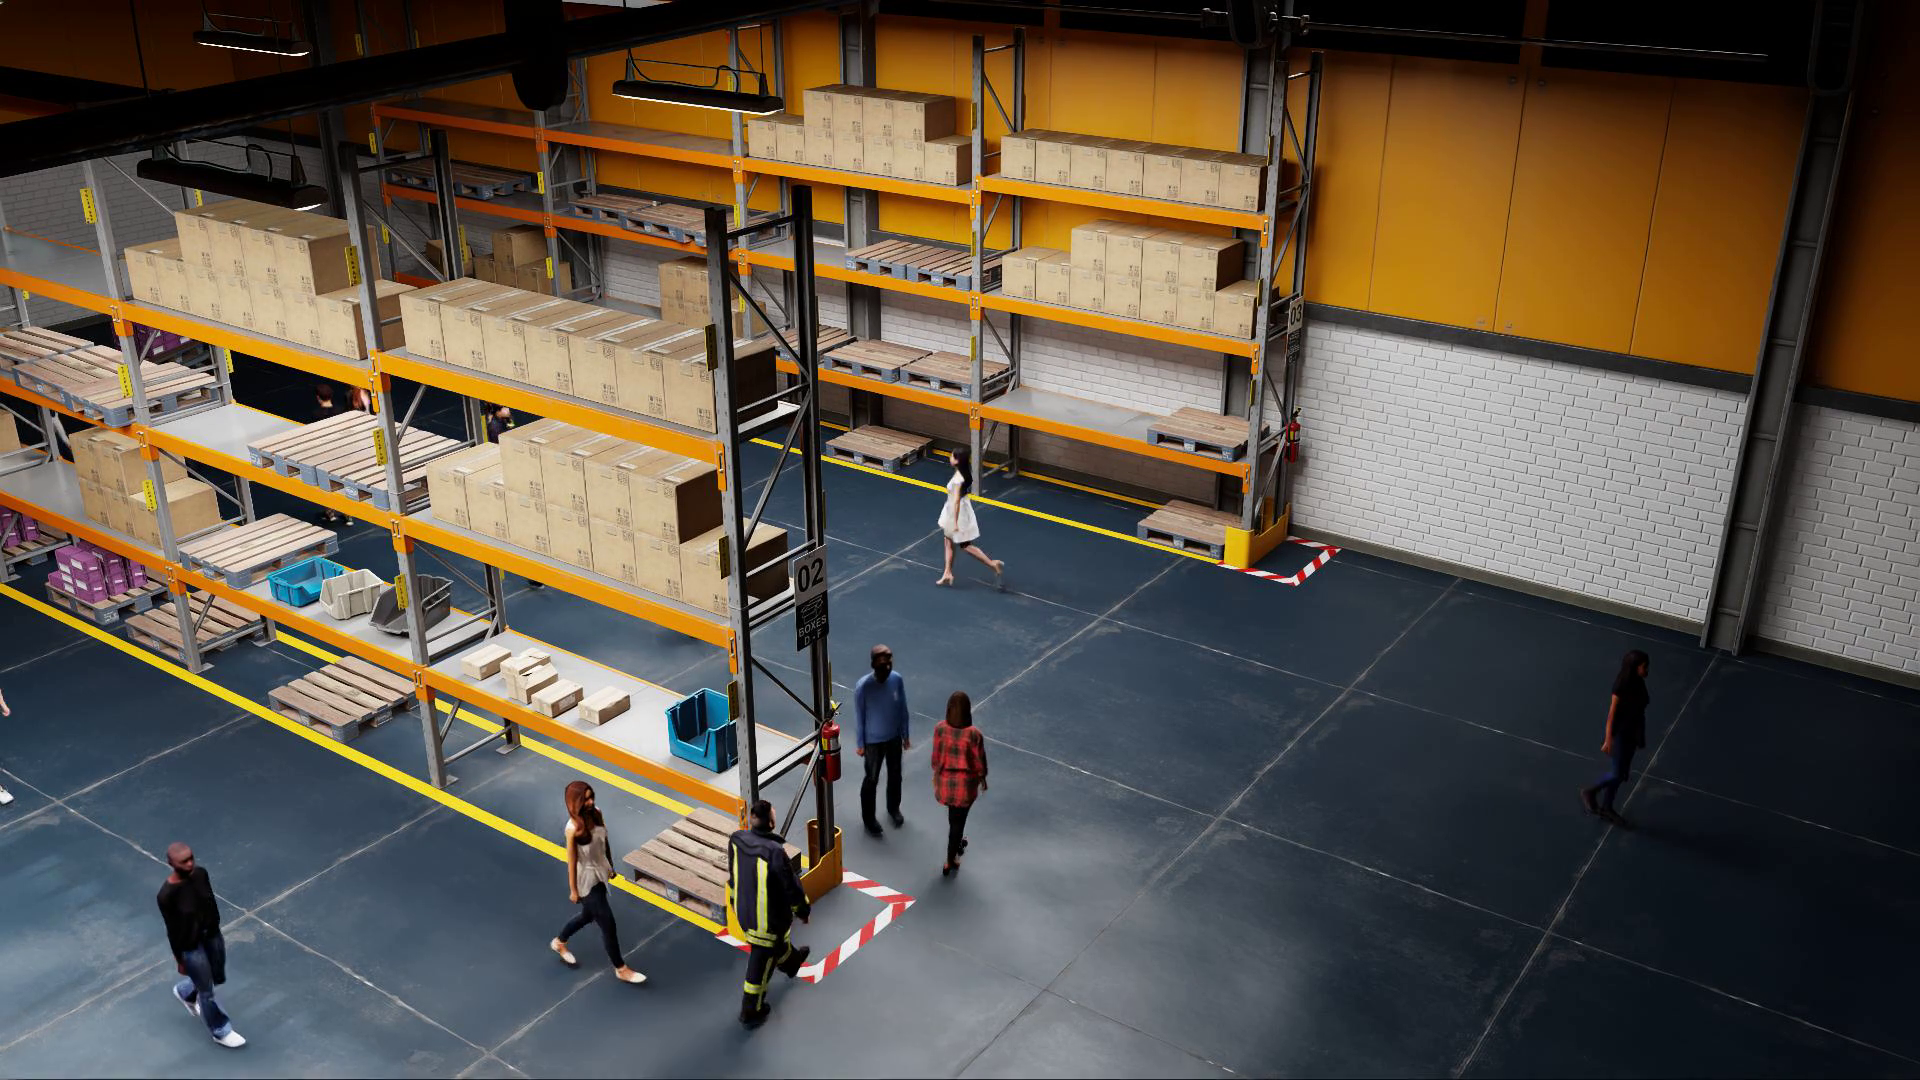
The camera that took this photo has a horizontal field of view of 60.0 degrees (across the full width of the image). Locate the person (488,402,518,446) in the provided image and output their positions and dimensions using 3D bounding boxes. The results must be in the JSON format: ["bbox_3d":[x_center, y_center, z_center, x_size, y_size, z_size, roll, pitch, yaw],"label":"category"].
[{"bbox_3d":[-5.931,-1.014,21.385,1.150,1.633,0.911,7,25,16],"label":"person"}]

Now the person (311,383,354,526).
[{"bbox_3d":[-7.946,-1.064,21.243,0.832,1.837,0.731,18,30,36],"label":"person"}]

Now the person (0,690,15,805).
[{"bbox_3d":[-9.160,1.554,15.387,1.147,1.731,0.665,18,29,35],"label":"person"}]

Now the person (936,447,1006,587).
[{"bbox_3d":[0.073,-0.231,19.444,1.139,1.751,0.864,5,24,12],"label":"person"}]

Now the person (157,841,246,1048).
[{"bbox_3d":[-5.648,2.946,12.196,0.943,1.736,0.697,10,26,22],"label":"person"}]

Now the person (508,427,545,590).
[{"bbox_3d":[-5.068,-0.336,19.465,1.067,1.927,0.760,21,31,40],"label":"person"}]

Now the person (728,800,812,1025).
[{"bbox_3d":[-1.518,2.785,12.452,1.061,1.825,0.874,18,29,35],"label":"person"}]

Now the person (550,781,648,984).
[{"bbox_3d":[-2.930,2.633,12.892,1.158,1.750,0.811,8,25,17],"label":"person"}]

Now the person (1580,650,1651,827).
[{"bbox_3d":[5.876,1.739,14.965,0.638,1.728,0.730,-19,30,-37],"label":"person"}]

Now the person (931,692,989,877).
[{"bbox_3d":[-0.054,2.116,14.170,0.764,1.676,0.778,10,26,23],"label":"person"}]

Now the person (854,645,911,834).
[{"bbox_3d":[-0.706,1.724,14.899,0.733,1.810,0.722,-15,28,-30],"label":"person"}]
